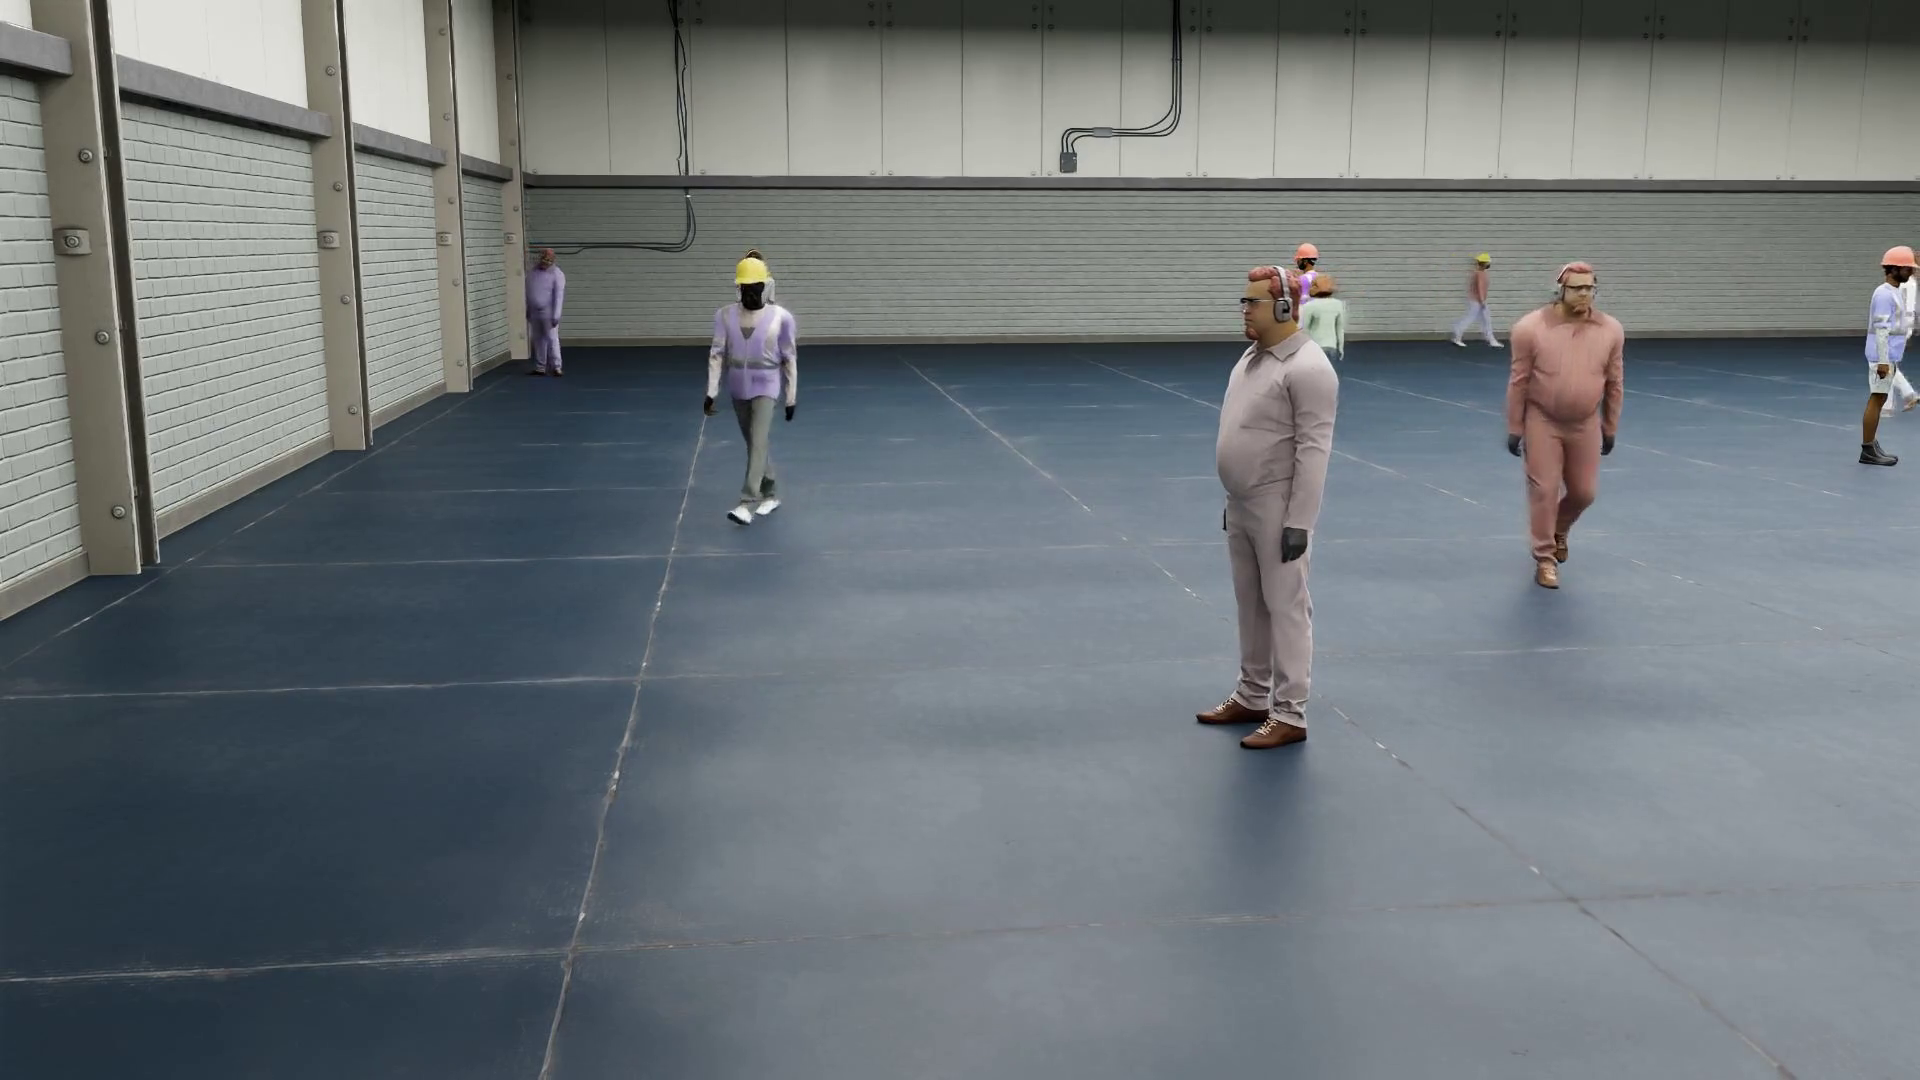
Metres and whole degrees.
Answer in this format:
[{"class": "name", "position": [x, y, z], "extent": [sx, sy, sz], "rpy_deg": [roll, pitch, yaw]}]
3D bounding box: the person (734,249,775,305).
[{"class": "person", "position": [-2.438, -2.512, 19.799], "extent": [0.514, 1.876, 0.328], "rpy_deg": [-2, 11, -13]}]

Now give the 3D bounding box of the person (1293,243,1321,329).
[{"class": "person", "position": [4.187, -2.611, 20.162], "extent": [0.349, 1.942, 0.545], "rpy_deg": [6, 12, 31]}]

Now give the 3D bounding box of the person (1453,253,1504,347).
[{"class": "person", "position": [9.564, -4.410, 30.638], "extent": [0.908, 1.725, 0.535], "rpy_deg": [5, 11, 26]}]

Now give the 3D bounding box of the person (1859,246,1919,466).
[{"class": "person", "position": [8.275, -1.638, 14.833], "extent": [0.356, 1.939, 0.542], "rpy_deg": [7, 12, 33]}]

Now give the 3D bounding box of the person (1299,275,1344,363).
[{"class": "person", "position": [3.881, -2.079, 18.136], "extent": [0.518, 1.596, 0.795], "rpy_deg": [-4, 11, -22]}]

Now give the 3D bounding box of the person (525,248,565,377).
[{"class": "person", "position": [-6.094, -3.302, 24.166], "extent": [0.772, 1.874, 0.398], "rpy_deg": [5, 12, 27]}]

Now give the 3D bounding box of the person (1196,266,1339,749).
[{"class": "person", "position": [1.220, -0.131, 6.660], "extent": [0.407, 1.908, 0.641], "rpy_deg": [-3, 11, -18]}]

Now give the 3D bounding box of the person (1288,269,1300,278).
[{"class": "person", "position": [4.444, -2.870, 22.538], "extent": [0.518, 1.585, 0.848], "rpy_deg": [-8, 13, -38]}]

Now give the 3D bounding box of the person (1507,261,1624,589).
[{"class": "person", "position": [3.525, -0.686, 9.771], "extent": [0.657, 1.891, 0.646], "rpy_deg": [1, 10, 4]}]

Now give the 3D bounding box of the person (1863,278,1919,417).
[{"class": "person", "position": [10.484, -2.301, 18.659], "extent": [0.580, 1.874, 0.448], "rpy_deg": [-9, 14, -42]}]

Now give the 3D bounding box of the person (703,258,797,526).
[{"class": "person", "position": [-1.480, -1.057, 11.832], "extent": [0.587, 1.871, 1.009], "rpy_deg": [3, 11, 17]}]
